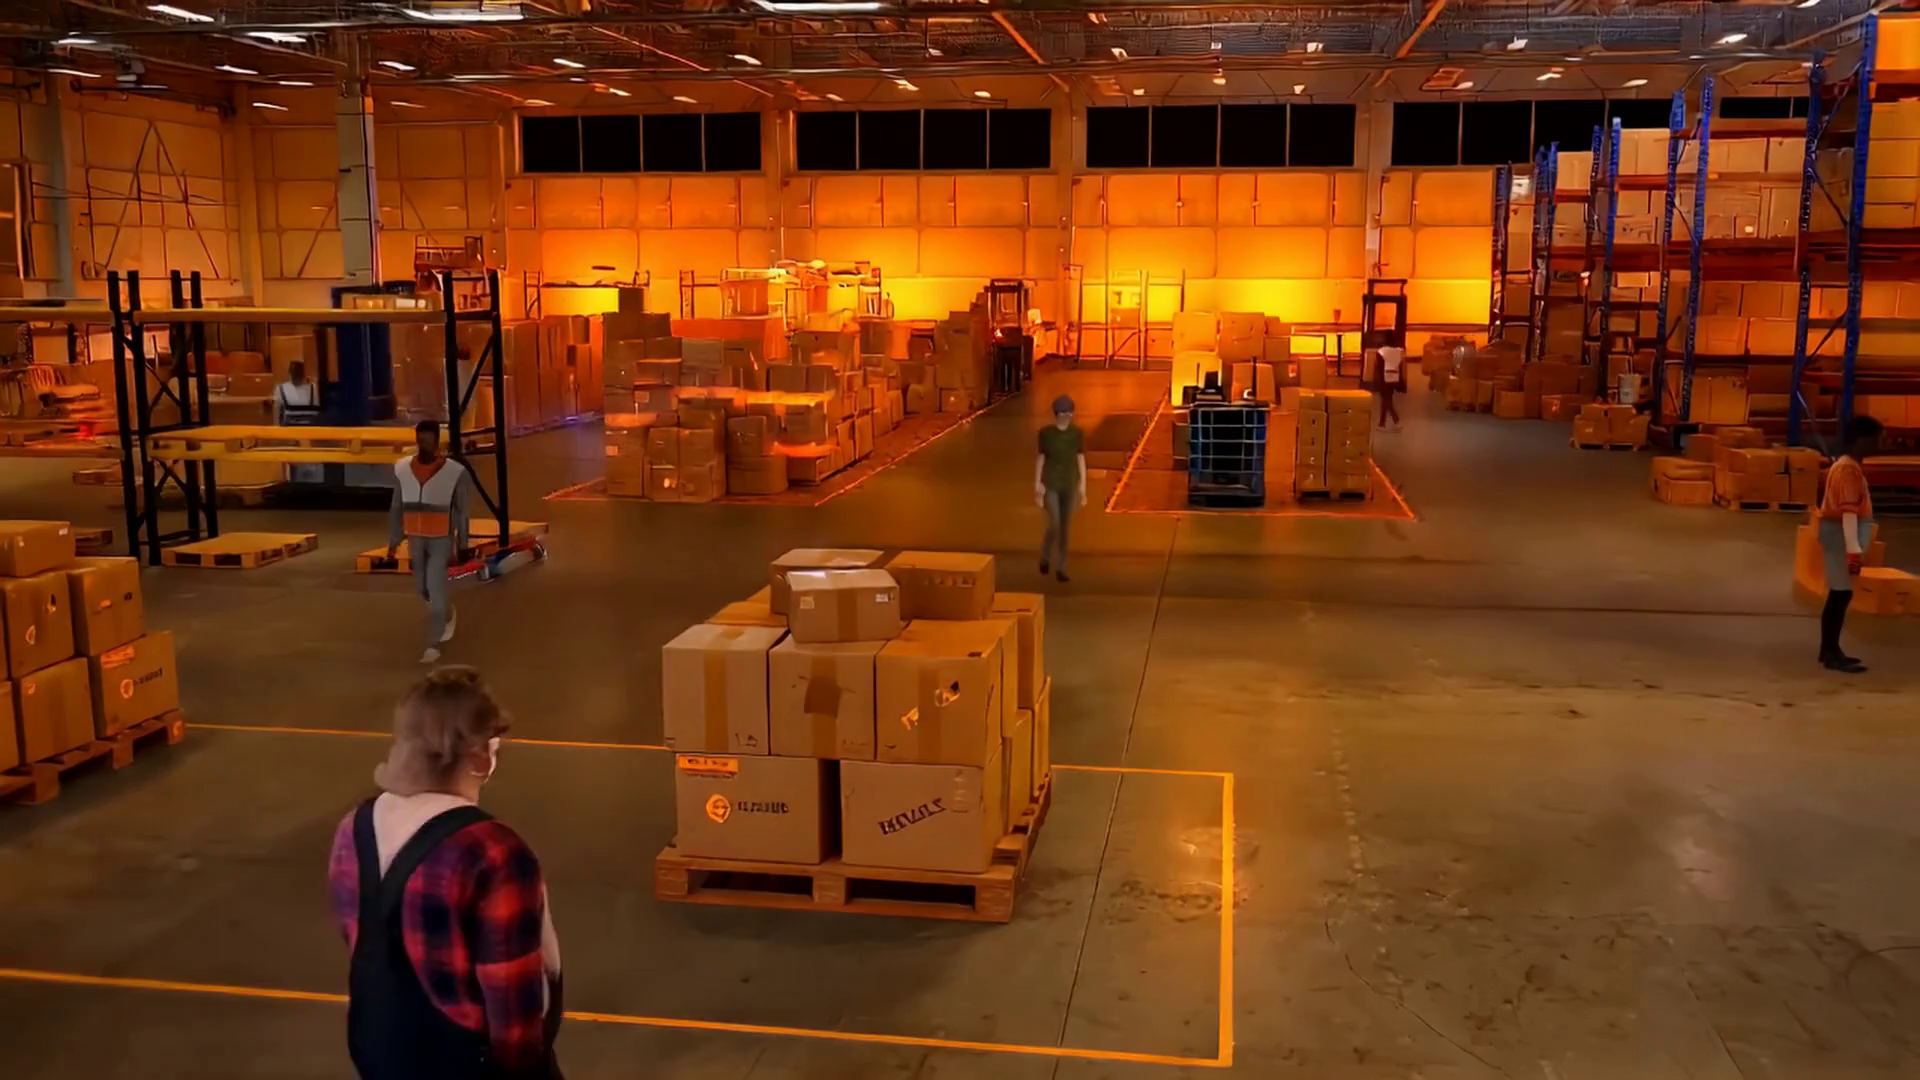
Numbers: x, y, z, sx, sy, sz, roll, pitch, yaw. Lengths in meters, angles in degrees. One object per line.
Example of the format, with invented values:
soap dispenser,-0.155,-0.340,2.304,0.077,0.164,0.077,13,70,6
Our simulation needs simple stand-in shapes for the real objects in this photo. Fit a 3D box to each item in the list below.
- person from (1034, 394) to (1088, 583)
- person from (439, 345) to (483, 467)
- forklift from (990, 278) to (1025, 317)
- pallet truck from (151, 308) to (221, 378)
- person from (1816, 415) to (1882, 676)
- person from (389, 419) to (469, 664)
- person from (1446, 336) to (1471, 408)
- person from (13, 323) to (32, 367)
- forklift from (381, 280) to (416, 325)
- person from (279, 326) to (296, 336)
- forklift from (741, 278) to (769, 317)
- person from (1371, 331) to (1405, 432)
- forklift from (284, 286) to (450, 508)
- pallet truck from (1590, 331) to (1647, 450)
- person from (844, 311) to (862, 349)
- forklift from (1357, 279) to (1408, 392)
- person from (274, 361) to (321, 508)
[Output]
person,0.996,-0.494,16.160,0.494,1.847,0.420,-3,10,-15
person,-7.674,-2.057,25.722,0.649,1.883,0.860,3,10,15
forklift,1.321,-5.926,46.464,1.129,2.768,1.873,1,9,9
pallet truck,-21.869,-5.598,47.154,0.823,1.965,1.885,4,10,26
person,6.696,0.035,12.551,0.390,1.957,0.603,4,10,24
person,-4.159,-0.028,13.150,0.592,1.890,0.859,1,9,9
person,11.090,-3.707,36.730,0.862,1.597,0.520,-5,10,-28
person,-19.511,-3.553,34.730,0.358,1.938,0.545,-2,9,-14
forklift,-11.960,-4.169,35.627,1.873,2.768,1.129,1,9,9
person,-17.690,-4.888,43.914,0.659,1.614,0.549,9,13,43
forklift,-5.472,-5.632,44.652,1.873,2.768,1.129,4,10,24
person,8.143,-2.990,31.427,0.598,1.889,0.852,-5,11,-29
forklift,-7.549,-1.838,21.247,1.873,2.768,1.129,1,9,9
pallet truck,11.253,-2.573,28.499,0.823,1.965,1.885,5,10,27
person,-2.939,-5.251,45.201,0.552,1.935,0.374,-6,11,-33
forklift,10.667,-5.162,41.749,1.129,2.768,1.873,1,9,9
person,-8.477,-1.358,21.353,0.584,1.882,0.337,-4,10,-26
